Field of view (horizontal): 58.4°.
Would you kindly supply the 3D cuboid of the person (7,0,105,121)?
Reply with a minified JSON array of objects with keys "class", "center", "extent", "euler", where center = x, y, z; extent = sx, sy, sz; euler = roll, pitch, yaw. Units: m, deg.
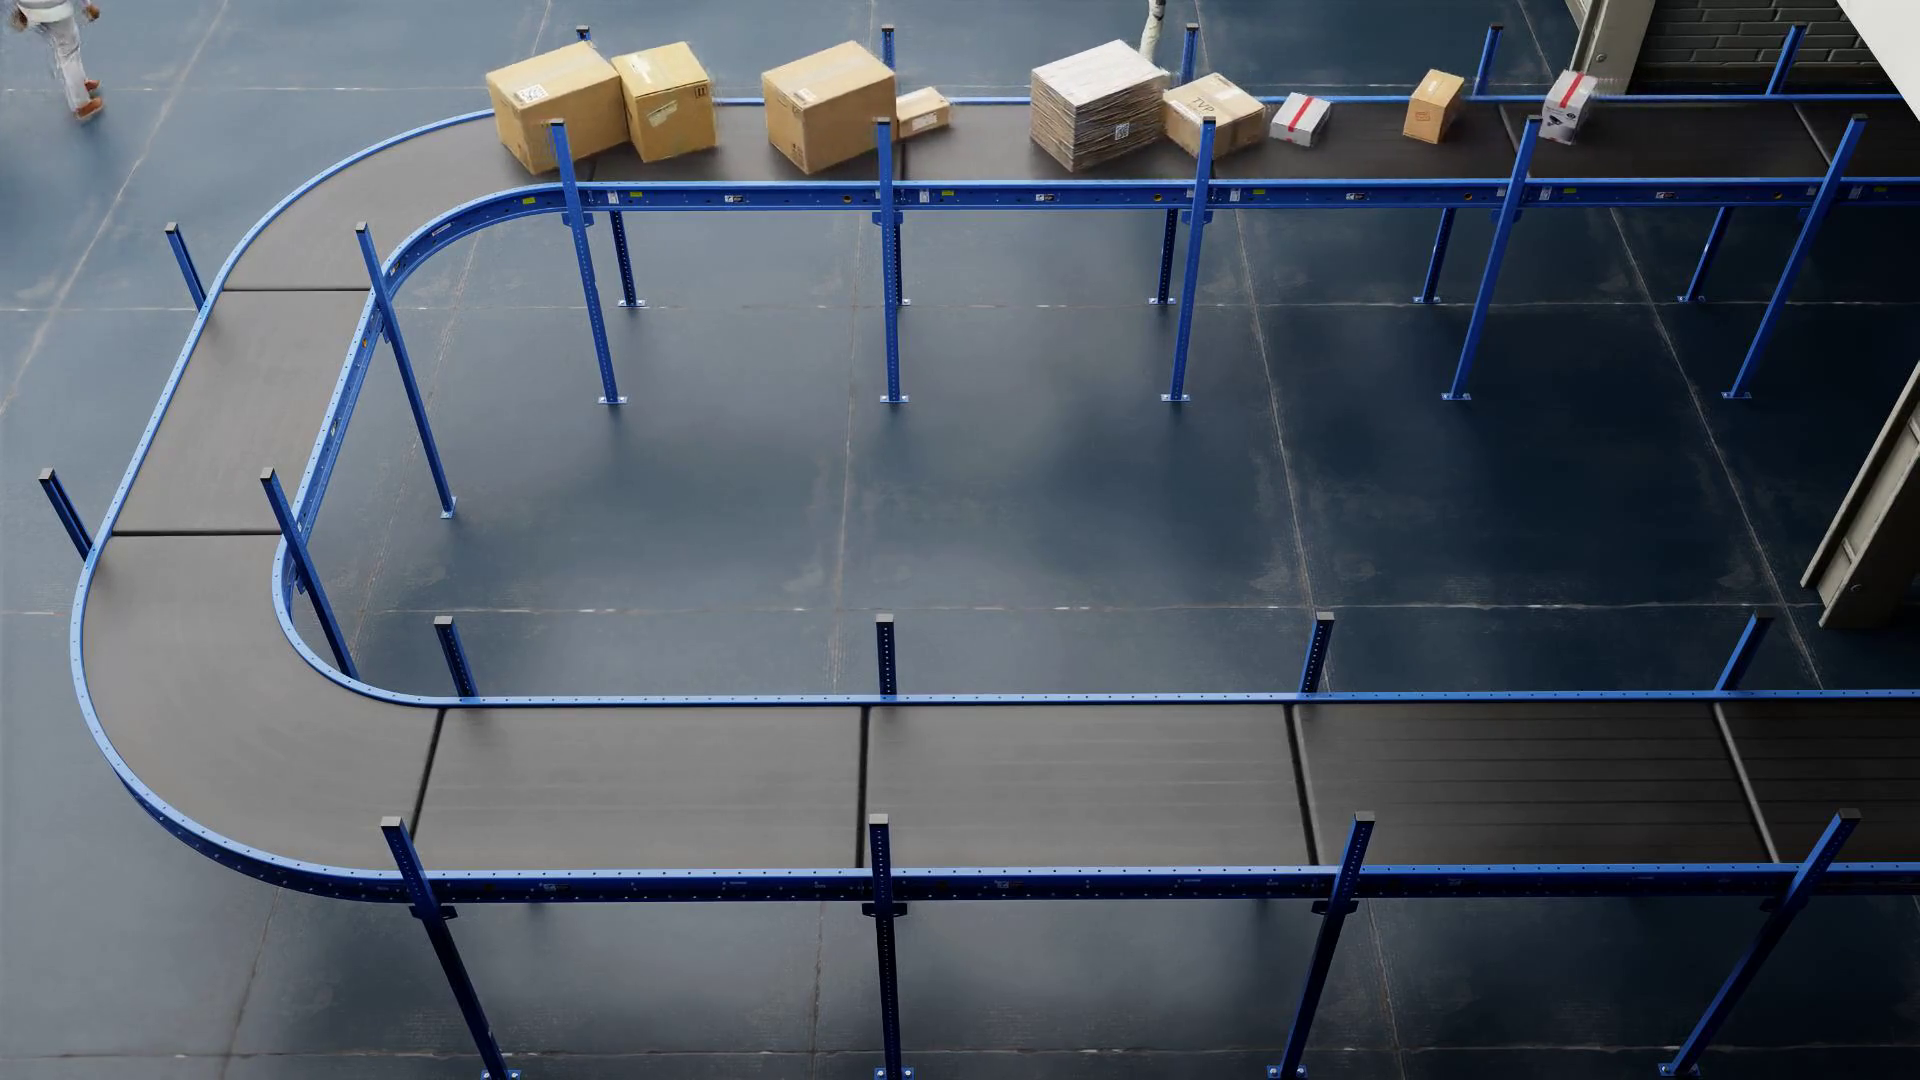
[{"class":"person","center":[-7.398,-4.417,14.081],"extent":[0.624,1.922,0.675],"euler":[14,49,13]}]

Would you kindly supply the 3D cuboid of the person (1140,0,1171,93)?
[{"class":"person","center":[1.675,-4.594,14.295],"extent":[0.313,1.865,0.515],"euler":[5,47,5]}]
